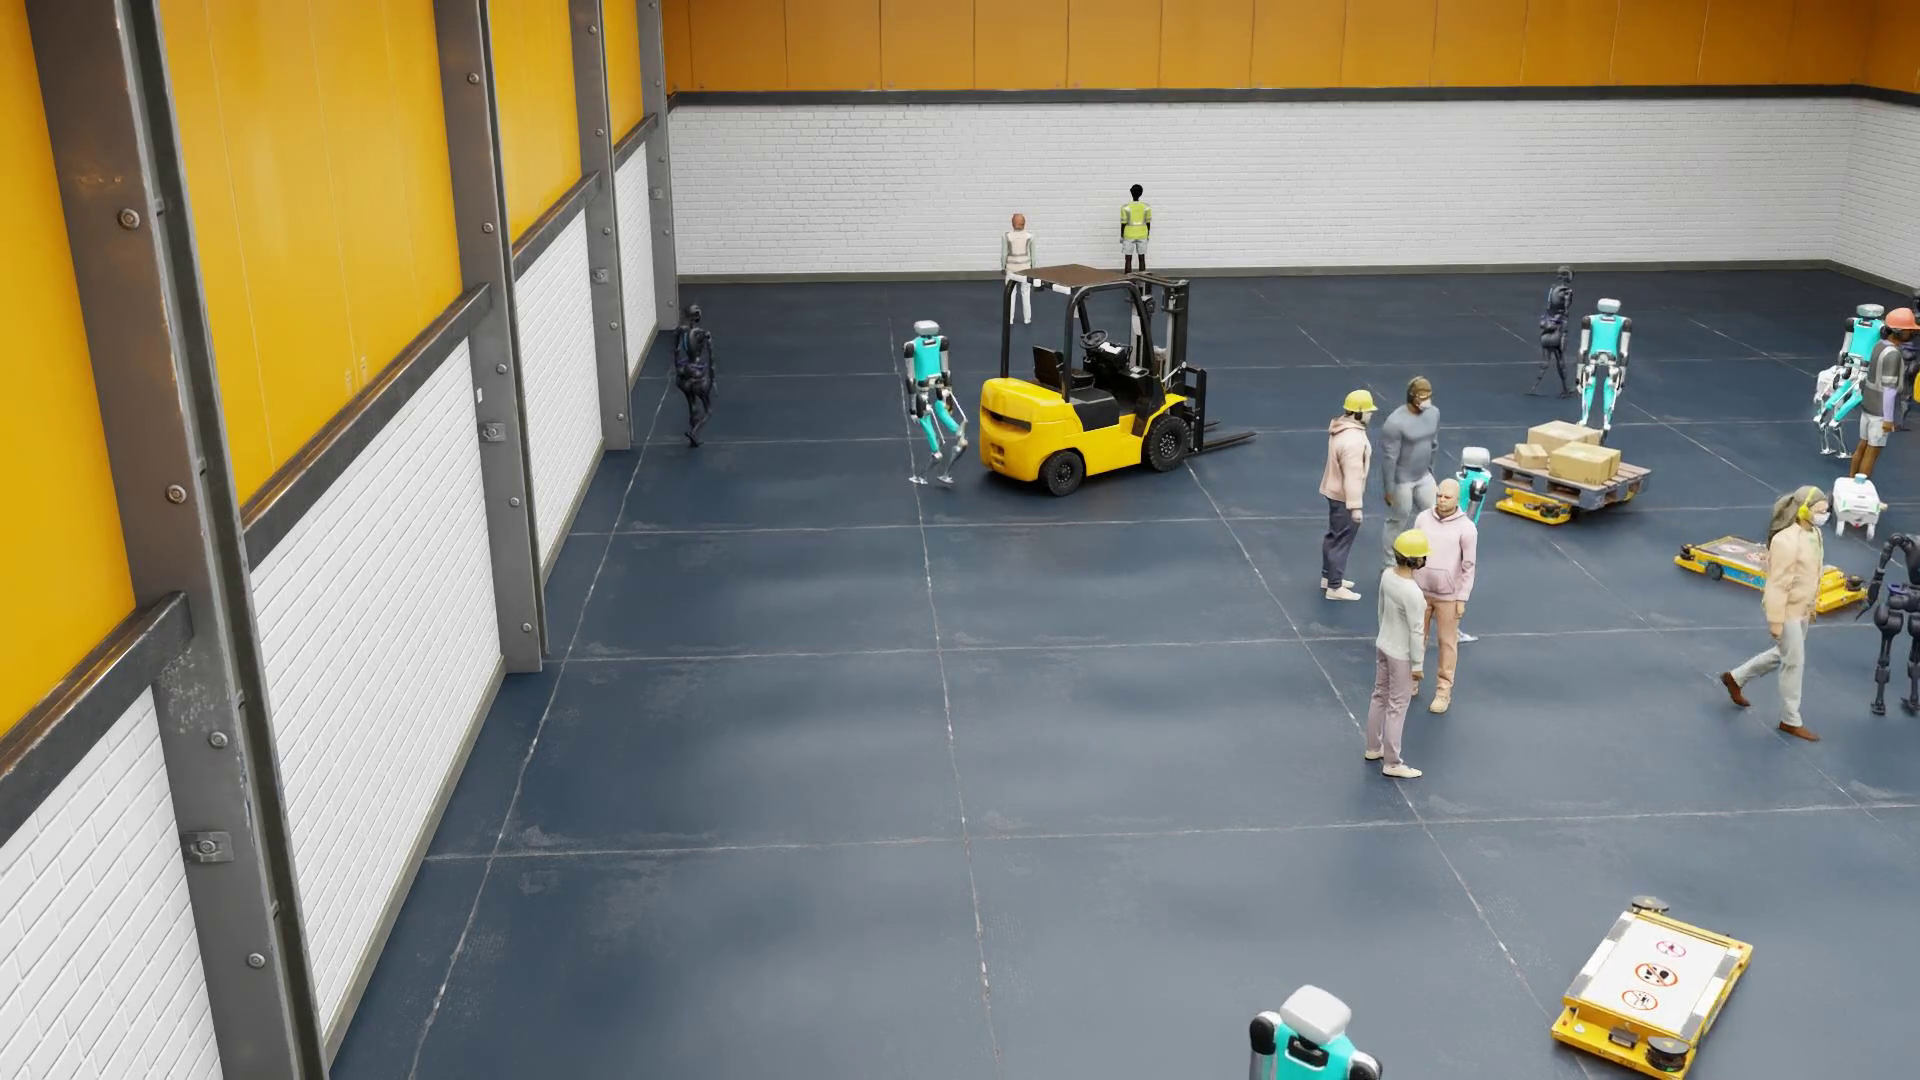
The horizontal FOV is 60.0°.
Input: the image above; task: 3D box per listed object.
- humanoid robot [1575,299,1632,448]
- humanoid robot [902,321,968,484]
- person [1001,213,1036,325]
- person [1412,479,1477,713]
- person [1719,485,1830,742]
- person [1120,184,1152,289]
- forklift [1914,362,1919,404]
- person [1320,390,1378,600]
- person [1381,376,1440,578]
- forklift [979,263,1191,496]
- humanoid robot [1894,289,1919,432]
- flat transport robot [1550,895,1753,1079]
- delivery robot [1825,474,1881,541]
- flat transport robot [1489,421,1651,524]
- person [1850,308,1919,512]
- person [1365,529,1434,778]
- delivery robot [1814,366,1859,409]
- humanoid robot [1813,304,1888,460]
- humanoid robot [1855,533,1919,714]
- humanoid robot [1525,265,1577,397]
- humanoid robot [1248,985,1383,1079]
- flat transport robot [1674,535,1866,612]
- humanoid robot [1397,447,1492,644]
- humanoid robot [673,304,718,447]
[{"bbox_3d":[6.965,-1.680,18.090,0.538,1.772,0.833,6,21,16],"label":"humanoid robot"},{"bbox_3d":[-0.217,-1.332,17.158,0.544,1.788,0.845,-13,24,-31],"label":"humanoid robot"},{"bbox_3d":[0.856,-3.985,24.494,0.524,1.636,0.305,-2,20,-4],"label":"person"},{"bbox_3d":[3.548,0.391,12.363,0.523,1.784,0.401,15,25,36],"label":"person"},{"bbox_3d":[5.987,0.483,12.023,0.570,1.851,0.792,-17,26,-38],"label":"person"},{"bbox_3d":[2.834,-4.904,26.916,0.534,1.696,0.318,-3,20,-9],"label":"person"},{"bbox_3d":[12.602,-2.435,19.475,2.313,2.155,1.214,-1,20,-4],"label":"forklift"},{"bbox_3d":[3.331,-0.395,14.404,0.433,1.859,0.791,2,20,6],"label":"person"},{"bbox_3d":[3.988,-0.488,14.557,0.659,1.919,0.587,-12,23,-30],"label":"person"},{"bbox_3d":[1.315,-1.764,17.646,2.313,2.155,1.214,-14,24,-33],"label":"forklift"},{"bbox_3d":[10.918,-2.096,19.289,0.408,1.636,0.586,-15,25,-34],"label":"humanoid robot"},{"bbox_3d":[3.788,2.416,9.044,0.659,0.231,1.431,15,25,35],"label":"flat transport robot"},{"bbox_3d":[8.704,-0.344,16.171,0.499,0.609,0.812,8,21,20],"label":"delivery robot"},{"bbox_3d":[6.147,-0.452,16.858,1.431,0.231,0.659,-15,25,-35],"label":"flat transport robot"},{"bbox_3d":[9.224,-1.312,16.631,0.378,2.045,0.604,5,21,12],"label":"person"},{"bbox_3d":[3.015,0.765,11.371,0.307,1.768,0.522,-5,21,-13],"label":"person"},{"bbox_3d":[10.913,-1.952,20.528,0.774,0.592,0.499,-15,25,-35],"label":"delivery robot"},{"bbox_3d":[9.523,-1.692,17.914,0.735,1.677,0.533,-9,22,-24],"label":"humanoid robot"},{"bbox_3d":[6.951,0.499,12.224,0.615,1.651,0.346,7,21,18],"label":"humanoid robot"},{"bbox_3d":[7.431,-2.591,20.685,0.635,1.630,0.606,-2,20,-5],"label":"humanoid robot"},{"bbox_3d":[1.221,2.591,6.441,0.557,1.733,1.036,15,25,35],"label":"humanoid robot"},{"bbox_3d":[7.222,0.282,14.860,0.659,0.231,1.431,-13,24,-31],"label":"flat transport robot"},{"bbox_3d":[3.734,0.101,13.230,0.932,1.749,0.539,3,20,7],"label":"humanoid robot"},{"bbox_3d":[-2.996,-1.818,18.543,0.589,1.650,0.436,10,23,26],"label":"humanoid robot"}]
